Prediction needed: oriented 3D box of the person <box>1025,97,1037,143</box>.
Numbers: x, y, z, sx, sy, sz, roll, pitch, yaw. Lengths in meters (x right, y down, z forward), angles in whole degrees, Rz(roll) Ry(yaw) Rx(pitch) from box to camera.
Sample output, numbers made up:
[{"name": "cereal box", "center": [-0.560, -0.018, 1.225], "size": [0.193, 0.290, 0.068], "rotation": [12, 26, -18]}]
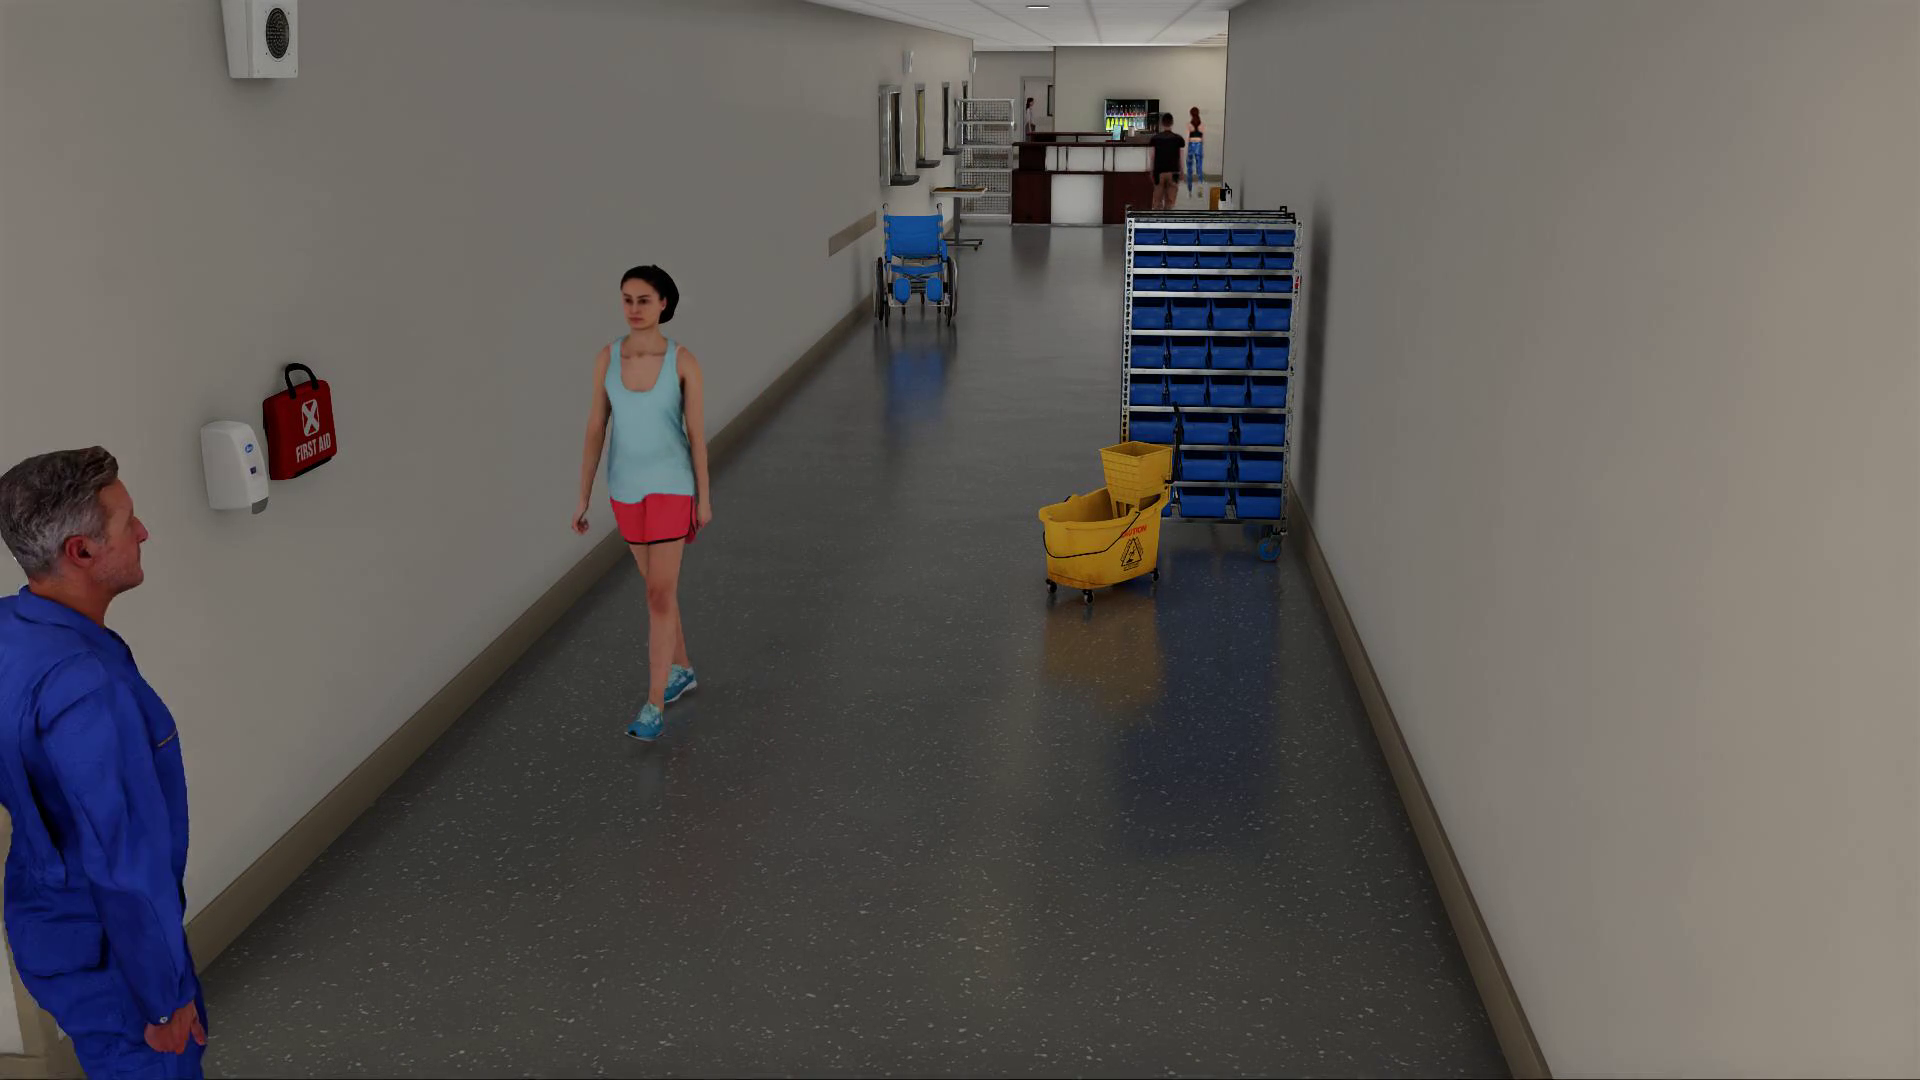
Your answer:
[{"name": "person", "center": [1.940, -11.551, 46.756], "size": [0.526, 1.736, 0.604], "rotation": [2, 16, 8]}]

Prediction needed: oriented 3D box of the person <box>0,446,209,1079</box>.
[{"name": "person", "center": [-1.622, 0.745, 2.991], "size": [1.011, 1.818, 0.950], "rotation": [-14, 21, -40]}]

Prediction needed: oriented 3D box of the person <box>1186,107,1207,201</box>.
[{"name": "person", "center": [4.551, -7.411, 32.017], "size": [1.056, 1.765, 0.727], "rotation": [-1, 16, -4]}]

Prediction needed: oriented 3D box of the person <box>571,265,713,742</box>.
[{"name": "person", "center": [-1.149, -0.166, 6.384], "size": [1.020, 1.731, 0.795], "rotation": [5, 16, 17]}]

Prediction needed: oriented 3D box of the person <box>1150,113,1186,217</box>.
[{"name": "person", "center": [3.134, -5.551, 25.318], "size": [0.824, 1.820, 0.833], "rotation": [5, 17, 17]}]
